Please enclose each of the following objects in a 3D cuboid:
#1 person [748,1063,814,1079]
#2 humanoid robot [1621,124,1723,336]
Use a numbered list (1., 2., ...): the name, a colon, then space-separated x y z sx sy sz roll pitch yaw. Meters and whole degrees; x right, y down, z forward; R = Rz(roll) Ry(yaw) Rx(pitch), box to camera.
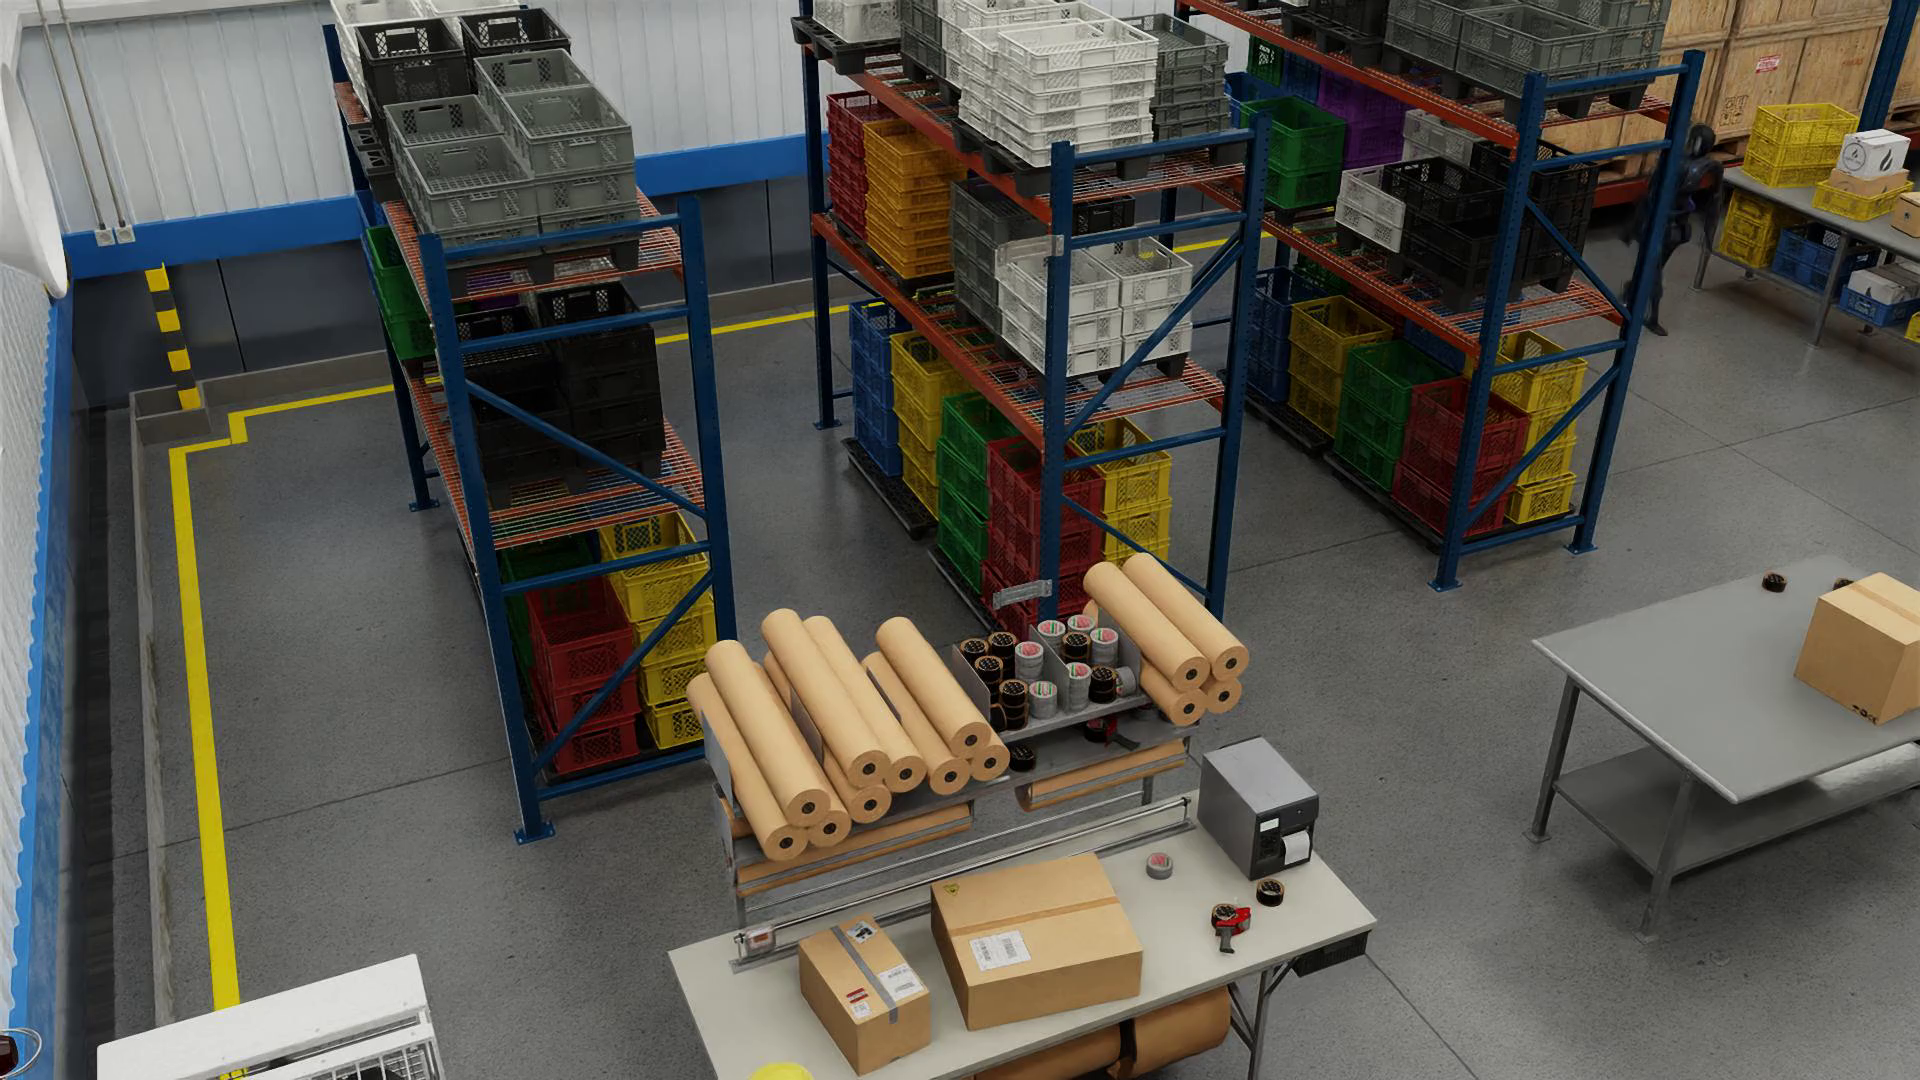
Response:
1. person: -0.496 2.197 4.974 0.309 1.768 0.531 -4 32 -6
2. humanoid robot: 5.399 -2.441 12.663 0.587 1.614 0.782 -4 32 -6
